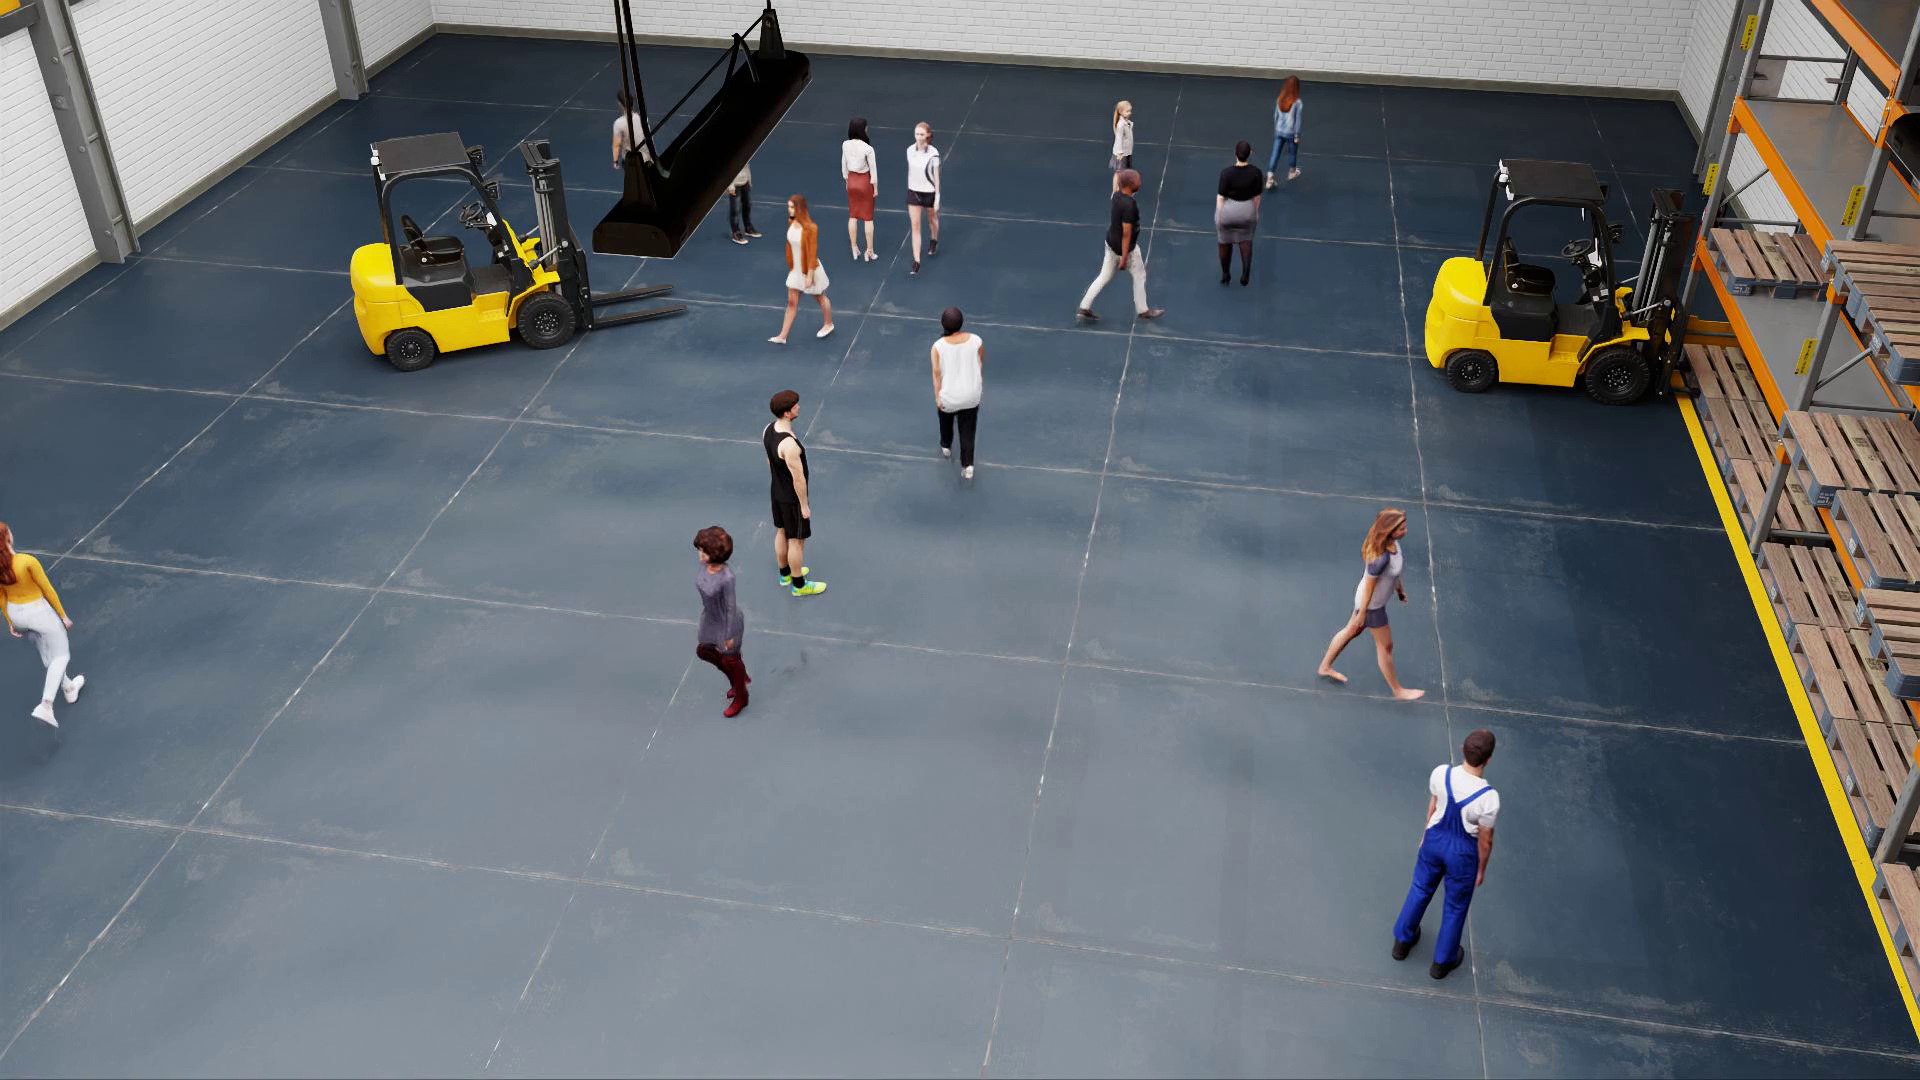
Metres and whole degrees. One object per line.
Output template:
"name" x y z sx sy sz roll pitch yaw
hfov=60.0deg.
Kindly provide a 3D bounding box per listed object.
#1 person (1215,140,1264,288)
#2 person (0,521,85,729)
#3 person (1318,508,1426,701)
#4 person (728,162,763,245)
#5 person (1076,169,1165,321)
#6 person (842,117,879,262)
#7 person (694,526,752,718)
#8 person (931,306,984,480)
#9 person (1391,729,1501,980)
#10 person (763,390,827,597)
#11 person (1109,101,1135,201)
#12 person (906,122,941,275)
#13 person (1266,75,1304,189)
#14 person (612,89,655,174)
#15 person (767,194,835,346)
"person" 3.162 -3.642 18.880 0.770 1.746 0.934 -2 34 -3
"person" -6.943 0.638 12.452 0.739 1.733 1.072 -2 34 -3
"person" 3.075 0.466 12.763 0.776 1.676 1.038 11 35 16
"person" -2.714 -4.332 20.177 0.687 1.460 0.582 21 39 28
"person" 1.676 -3.168 18.154 1.101 1.761 1.264 -9 35 -13
"person" -1.169 -4.141 19.626 0.650 1.751 0.606 15 37 22
"person" -1.719 0.597 12.545 0.811 1.700 0.756 -24 41 -32
"person" -0.012 -1.355 15.518 0.850 1.659 1.166 -4 34 -6
"person" 3.055 1.949 10.383 0.725 1.841 0.758 27 42 35
"person" -1.420 -0.391 13.858 0.827 1.892 0.758 -20 38 -27
"person" 2.084 -5.013 21.368 0.614 1.274 0.512 13 36 19
"person" -0.395 -4.067 19.555 0.630 1.708 1.156 9 35 13
"person" 4.193 -5.265 21.597 0.878 1.443 1.061 25 41 32
"person" -3.966 -4.666 20.456 0.778 1.708 0.838 -21 39 -28
"person" -1.578 -2.911 17.844 0.954 1.675 1.171 24 41 32
